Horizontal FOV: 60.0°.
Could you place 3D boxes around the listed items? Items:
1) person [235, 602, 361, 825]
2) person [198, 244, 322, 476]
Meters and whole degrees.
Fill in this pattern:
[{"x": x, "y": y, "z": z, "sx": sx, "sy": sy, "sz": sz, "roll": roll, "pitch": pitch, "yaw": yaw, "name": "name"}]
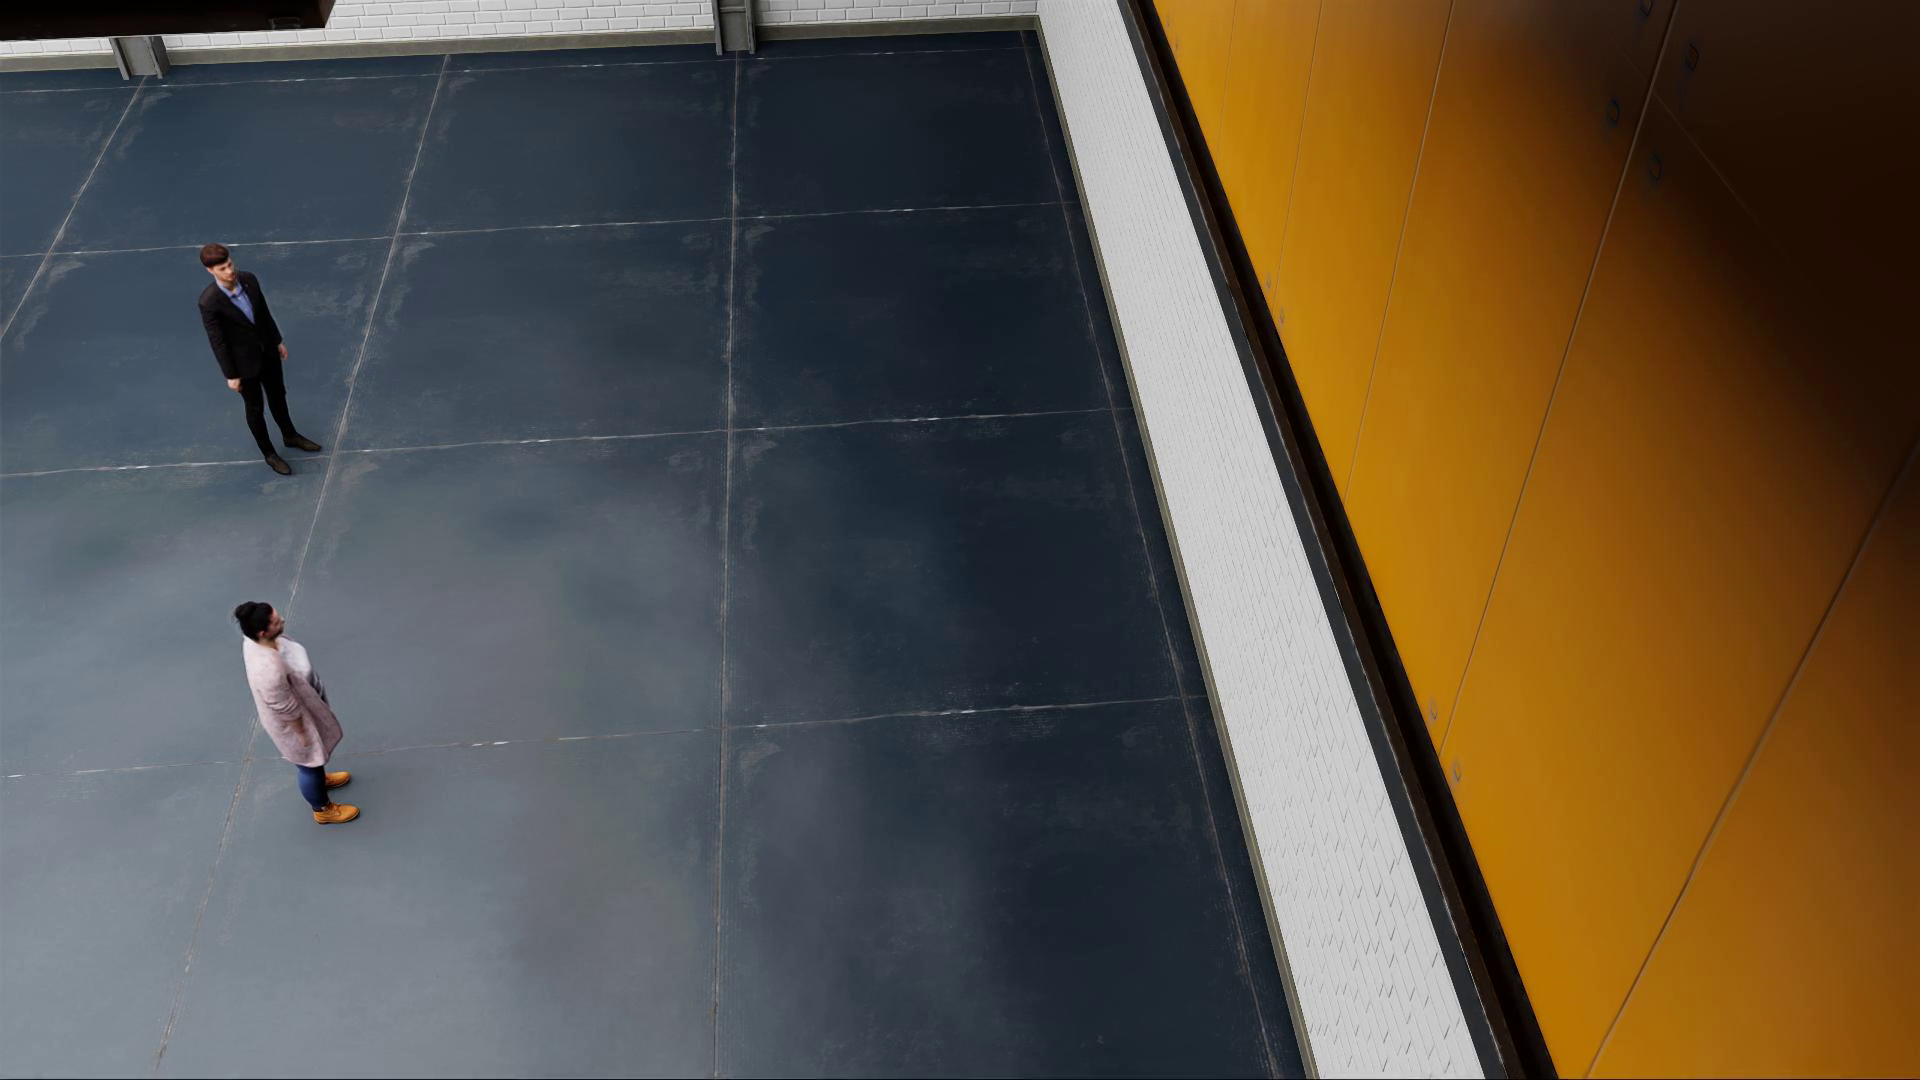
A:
[{"x": -3.891, "y": 0.981, "z": 9.690, "sx": 0.743, "sy": 1.743, "sz": 0.765, "roll": -17, "pitch": 46, "yaw": -17, "name": "person"}, {"x": -5.122, "y": -1.338, "z": 12.016, "sx": 0.798, "sy": 1.893, "sz": 0.793, "roll": 20, "pitch": 47, "yaw": 19, "name": "person"}]
